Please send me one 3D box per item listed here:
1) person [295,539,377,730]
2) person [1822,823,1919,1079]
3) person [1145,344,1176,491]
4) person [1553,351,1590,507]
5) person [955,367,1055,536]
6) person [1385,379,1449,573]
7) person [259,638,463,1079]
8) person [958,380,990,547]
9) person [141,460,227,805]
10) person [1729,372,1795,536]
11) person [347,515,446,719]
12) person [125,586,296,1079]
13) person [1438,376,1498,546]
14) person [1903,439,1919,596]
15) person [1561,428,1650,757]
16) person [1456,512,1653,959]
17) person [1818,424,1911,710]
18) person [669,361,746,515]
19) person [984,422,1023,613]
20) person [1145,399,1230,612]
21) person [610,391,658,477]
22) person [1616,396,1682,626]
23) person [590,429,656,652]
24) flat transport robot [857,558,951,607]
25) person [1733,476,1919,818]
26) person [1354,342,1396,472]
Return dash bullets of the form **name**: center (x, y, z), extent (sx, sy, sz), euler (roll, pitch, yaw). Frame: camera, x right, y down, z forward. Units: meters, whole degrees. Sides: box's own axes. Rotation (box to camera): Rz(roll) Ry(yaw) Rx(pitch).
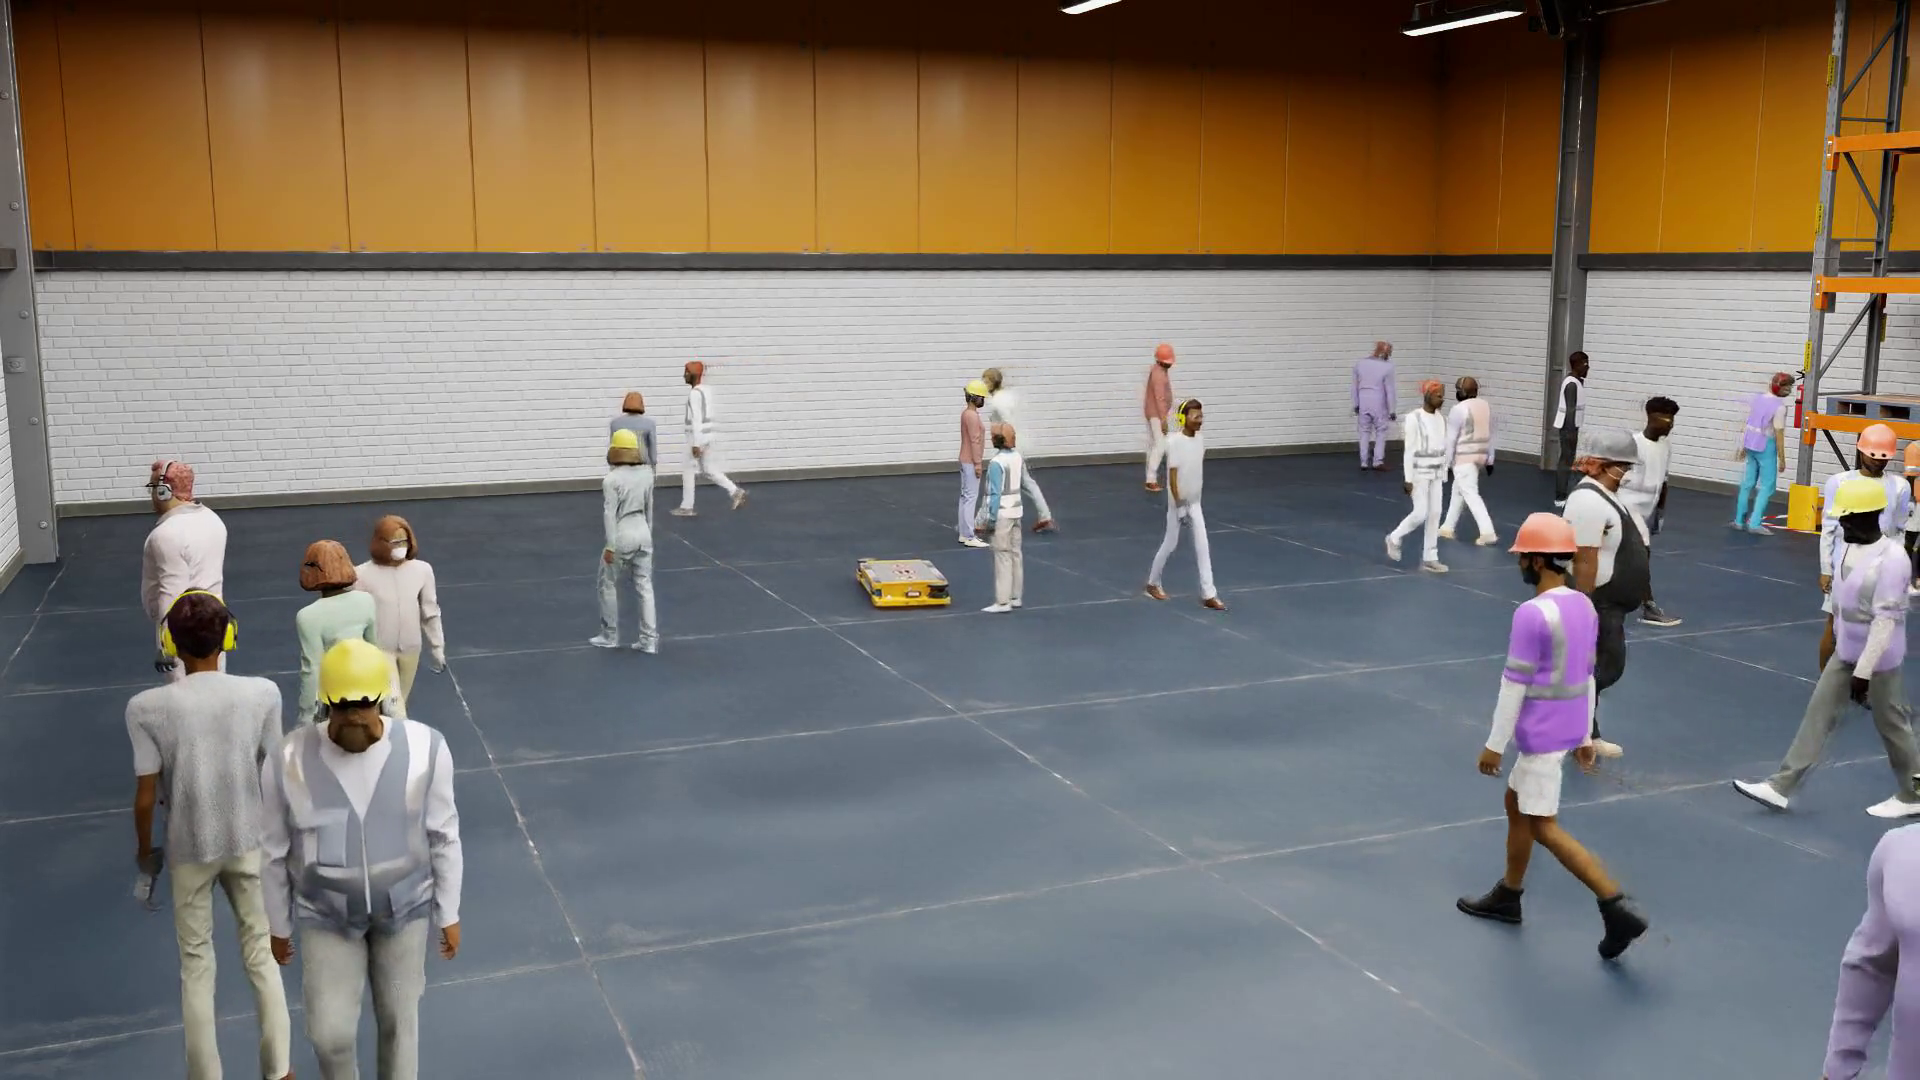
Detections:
- **person**: center (-3.057, 0.809, 8.177), extent (0.279, 1.632, 0.499), euler (4, 10, 22)
- **person**: center (2.266, 1.365, 3.965), extent (0.936, 1.903, 0.660), euler (-2, 10, -10)
- **person**: center (2.642, -1.626, 22.025), extent (0.387, 1.947, 0.759), euler (1, 9, 5)
- **person**: center (7.503, -1.359, 20.450), extent (0.389, 1.918, 0.590), euler (4, 10, 22)
- **person**: center (0.524, -0.964, 18.223), extent (1.079, 1.883, 0.668), euler (1, 9, 3)
- **person**: center (4.490, -0.625, 16.121), extent (0.603, 1.871, 0.598), euler (-7, 11, -35)
- **person**: center (-1.908, 1.185, 5.343), extent (0.614, 1.811, 0.434), euler (-4, 10, -23)
- **person**: center (0.148, -0.806, 17.581), extent (0.325, 1.762, 0.524), euler (-2, 10, -11)
- **person**: center (-4.287, 0.505, 9.190), extent (0.401, 1.907, 0.646), euler (0, 9, 0)
- **person**: center (8.846, -0.962, 18.401), extent (0.403, 1.807, 0.747), euler (-1, 9, -6)
- **person**: center (-3.168, 0.640, 9.339), extent (0.885, 1.577, 0.501), euler (9, 13, 44)
- **person**: center (-2.585, 1.086, 5.783), extent (0.532, 1.869, 0.318), euler (-6, 11, -33)
- **person**: center (5.445, -0.849, 17.771), extent (0.632, 1.794, 0.964), euler (-6, 11, -34)
- **person**: center (8.704, -0.344, 14.971), extent (0.532, 1.696, 0.319), euler (-4, 10, -21)
- **person**: center (3.804, 0.314, 9.941), extent (0.585, 2.000, 0.689), euler (4, 10, 22)
- **person**: center (2.617, 0.838, 7.200), extent (0.860, 1.906, 0.548), euler (9, 13, 42)
- **person**: center (6.012, 0.185, 11.064), extent (0.543, 1.928, 0.374), euler (1, 9, 7)
- **person**: center (-3.011, -1.197, 19.676), extent (0.838, 1.856, 0.583), euler (1, 9, 6)
- **person**: center (0.382, -0.193, 14.229), extent (0.310, 1.637, 0.521), euler (5, 11, 27)
- **person**: center (1.967, -0.321, 14.488), extent (0.511, 1.829, 0.940), euler (-6, 11, -34)
- **person**: center (-3.518, -0.802, 17.971), extent (0.512, 1.614, 0.503), euler (-2, 10, -12)
- **person**: center (5.610, -0.270, 13.938), extent (0.658, 1.902, 0.967), euler (-7, 12, -36)
- **person**: center (-2.608, 0.004, 12.800), extent (0.709, 1.715, 0.509), euler (8, 12, 39)
- **flat transport robot**: center (-0.525, 0.366, 14.971), extent (0.652, 0.197, 1.431), euler (-2, 9, -10)
- **person**: center (4.735, 0.588, 8.817), extent (1.028, 1.858, 0.603), euler (0, 9, -1)
- **person**: center (5.985, -1.909, 23.994), extent (0.420, 1.882, 0.687), euler (-9, 13, -44)
